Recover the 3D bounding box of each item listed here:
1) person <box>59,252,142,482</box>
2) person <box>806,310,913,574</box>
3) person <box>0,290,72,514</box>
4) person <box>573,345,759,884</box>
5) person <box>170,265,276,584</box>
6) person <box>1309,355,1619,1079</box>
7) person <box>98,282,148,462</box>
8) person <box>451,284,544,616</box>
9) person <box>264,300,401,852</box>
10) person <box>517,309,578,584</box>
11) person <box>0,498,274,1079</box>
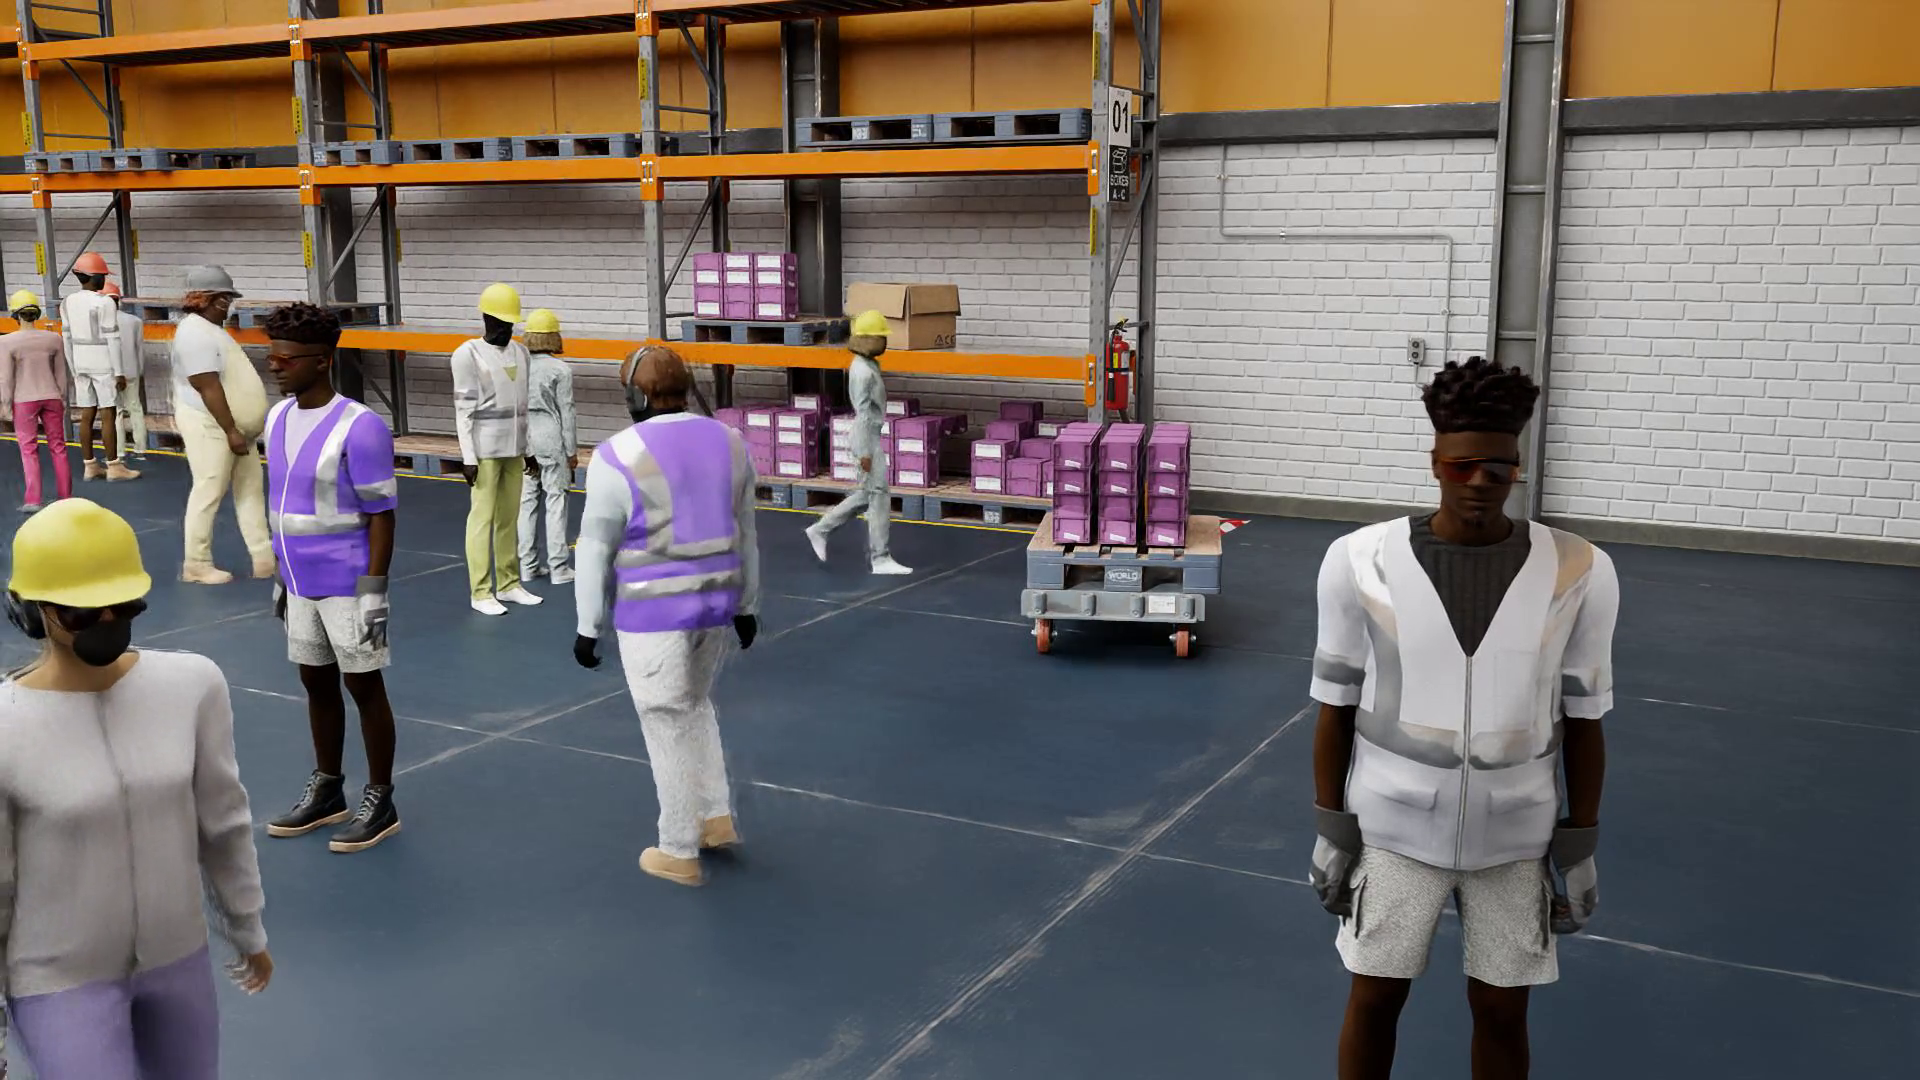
[{"bbox_3d":[-7.727,-1.542,14.916,0.608,2.045,0.392,4,11,21],"label":"person"},{"bbox_3d":[-0.654,-0.624,10.765,0.622,1.723,0.494,-1,10,-4],"label":"person"},{"bbox_3d":[-7.356,-1.092,13.217,0.315,1.769,0.525,7,12,34],"label":"person"},{"bbox_3d":[-0.987,0.256,5.665,0.455,1.822,0.651,9,14,41],"label":"person"},{"bbox_3d":[-4.656,-0.733,10.493,0.668,2.000,0.729,-2,10,-9],"label":"person"},{"bbox_3d":[1.027,0.593,3.463,0.603,1.957,0.381,2,11,10],"label":"person"},{"bbox_3d":[-8.216,-1.627,16.208,0.359,1.746,0.576,5,12,26],"label":"person"},{"bbox_3d":[-2.682,-0.530,9.728,0.398,1.914,0.589,5,12,26],"label":"person"},{"bbox_3d":[-2.258,0.131,5.956,0.608,1.966,0.371,6,12,32],"label":"person"},{"bbox_3d":[-2.630,-0.591,10.558,0.488,1.736,0.333,4,11,22],"label":"person"},{"bbox_3d":[-1.620,0.761,3.103,0.707,1.741,0.537,7,12,33],"label":"person"}]
